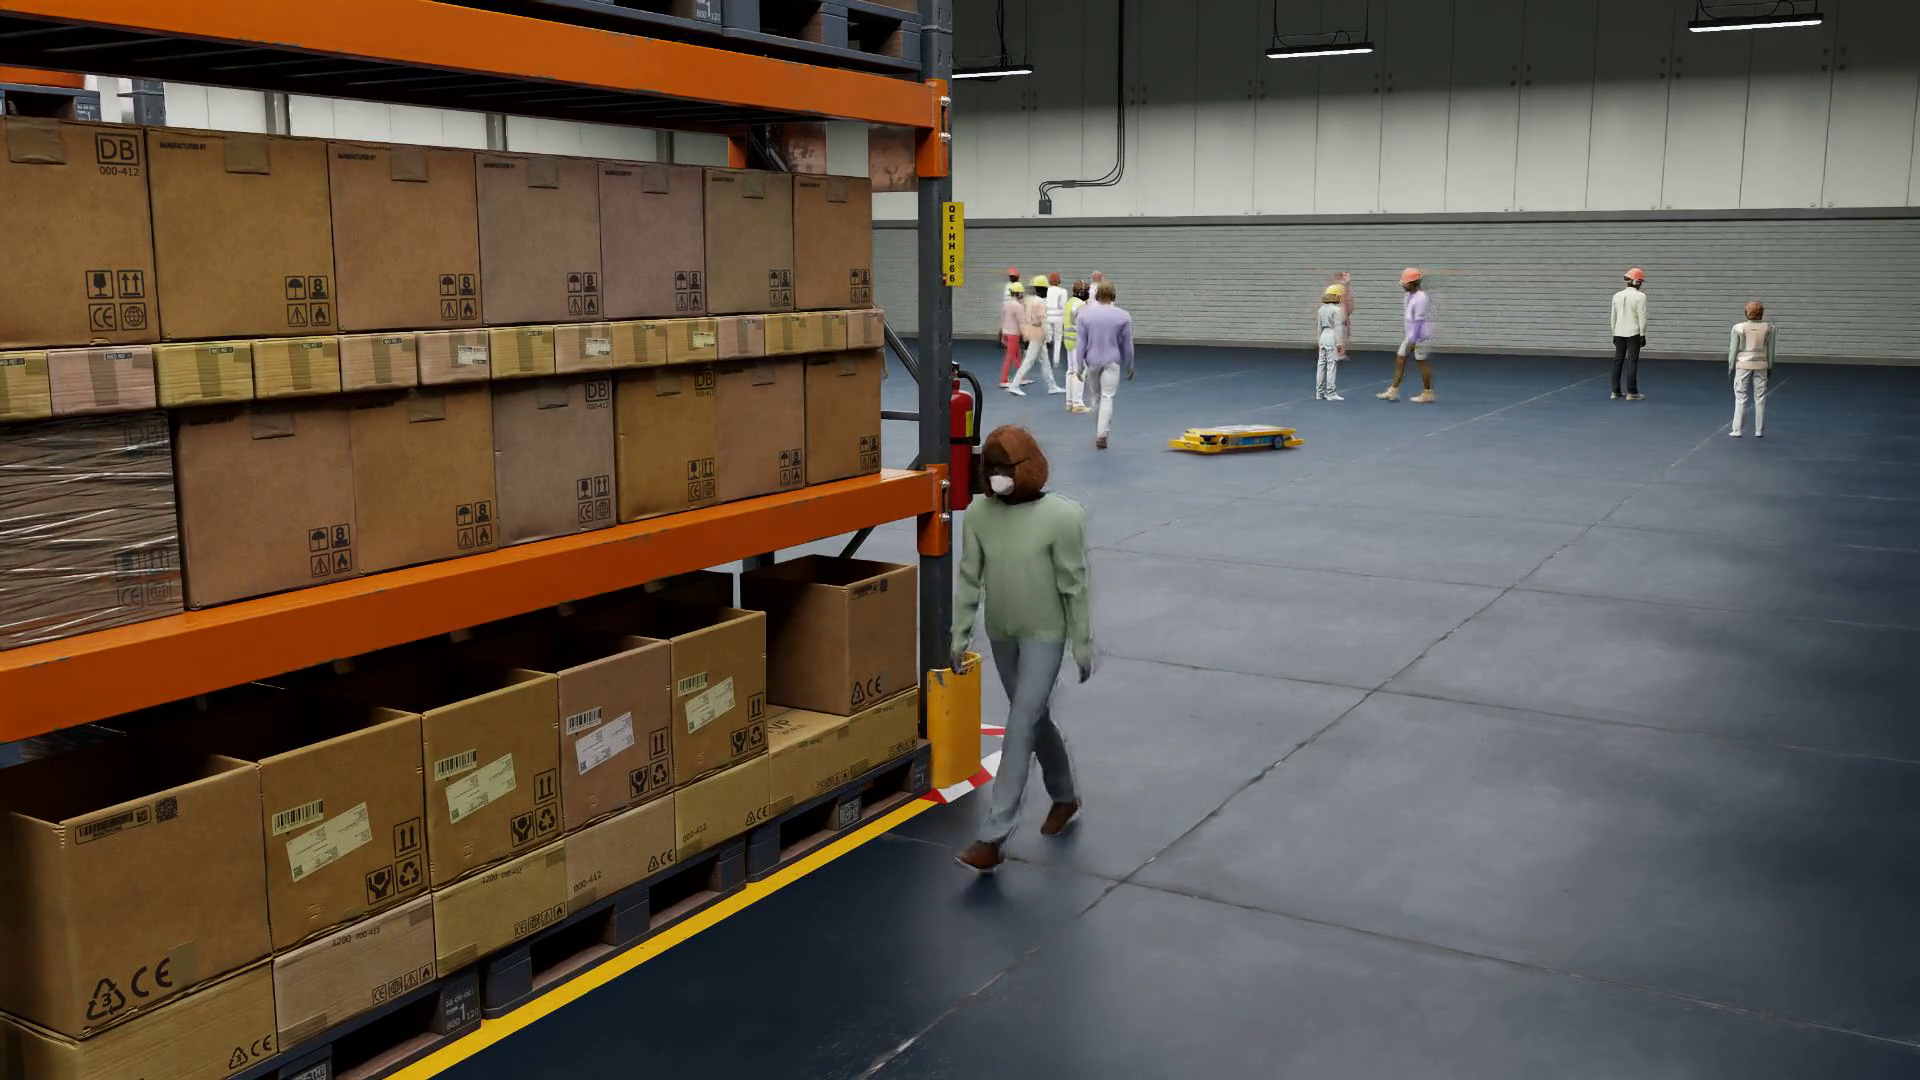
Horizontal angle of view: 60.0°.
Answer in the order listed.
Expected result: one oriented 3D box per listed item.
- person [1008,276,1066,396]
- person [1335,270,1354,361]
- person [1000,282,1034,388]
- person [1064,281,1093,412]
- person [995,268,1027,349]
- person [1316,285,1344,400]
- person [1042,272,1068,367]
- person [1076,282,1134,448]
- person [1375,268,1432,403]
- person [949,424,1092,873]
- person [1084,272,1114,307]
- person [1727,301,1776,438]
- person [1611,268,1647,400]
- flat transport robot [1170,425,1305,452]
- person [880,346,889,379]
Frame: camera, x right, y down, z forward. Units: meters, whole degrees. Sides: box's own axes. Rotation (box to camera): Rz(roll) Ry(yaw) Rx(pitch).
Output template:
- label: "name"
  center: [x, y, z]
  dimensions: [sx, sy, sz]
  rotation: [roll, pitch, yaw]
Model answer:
- label: "person"
  center: [1.188, -3.189, 26.011]
  dimensions: [1.004, 1.879, 0.607]
  rotation: [-2, 10, -13]
- label: "person"
  center: [7.881, -4.630, 34.388]
  dimensions: [0.518, 1.892, 0.649]
  rotation: [3, 10, 15]
- label: "person"
  center: [0.984, -3.390, 27.572]
  dimensions: [0.805, 1.733, 0.560]
  rotation: [-4, 11, -25]
- label: "person"
  center: [1.673, -2.698, 23.249]
  dimensions: [0.428, 1.835, 0.627]
  rotation: [-3, 10, -15]
- label: "person"
  center: [1.270, -5.381, 38.792]
  dimensions: [0.979, 1.882, 0.555]
  rotation: [0, 10, 3]
- label: "person"
  center: [5.613, -2.983, 25.183]
  dimensions: [0.302, 1.742, 0.486]
  rotation: [-5, 11, -28]
- label: "person"
  center: [1.812, -4.286, 32.441]
  dimensions: [0.574, 1.868, 0.554]
  rotation: [4, 11, 23]
- label: "person"
  center: [1.656, -2.014, 19.086]
  dimensions: [0.649, 1.894, 1.025]
  rotation: [2, 10, 12]
- label: "person"
  center: [6.603, -3.000, 24.572]
  dimensions: [0.954, 1.981, 0.674]
  rotation: [-1, 10, -6]
- label: "person"
  center: [0.210, 0.370, 6.008]
  dimensions: [0.512, 1.576, 0.894]
  rotation: [7, 12, 37]
- label: "person"
  center: [2.725, -4.396, 33.098]
  dimensions: [0.672, 1.854, 1.005]
  rotation: [0, 10, 3]
- label: "person"
  center: [9.498, -2.044, 19.977]
  dimensions: [0.513, 1.642, 0.313]
  rotation: [2, 10, 11]
- label: "person"
  center: [10.194, -3.128, 25.311]
  dimensions: [0.391, 1.986, 0.609]
  rotation: [-5, 11, -28]
- label: "flat transport robot"
  center: [3.142, -1.159, 18.800]
  dimensions: [1.431, 0.197, 0.652]
  rotation: [-6, 11, -31]
- label: "person"
  center: [-1.144, -1.989, 19.166]
  dimensions: [0.613, 1.799, 0.871]
  rotation: [2, 10, 12]
